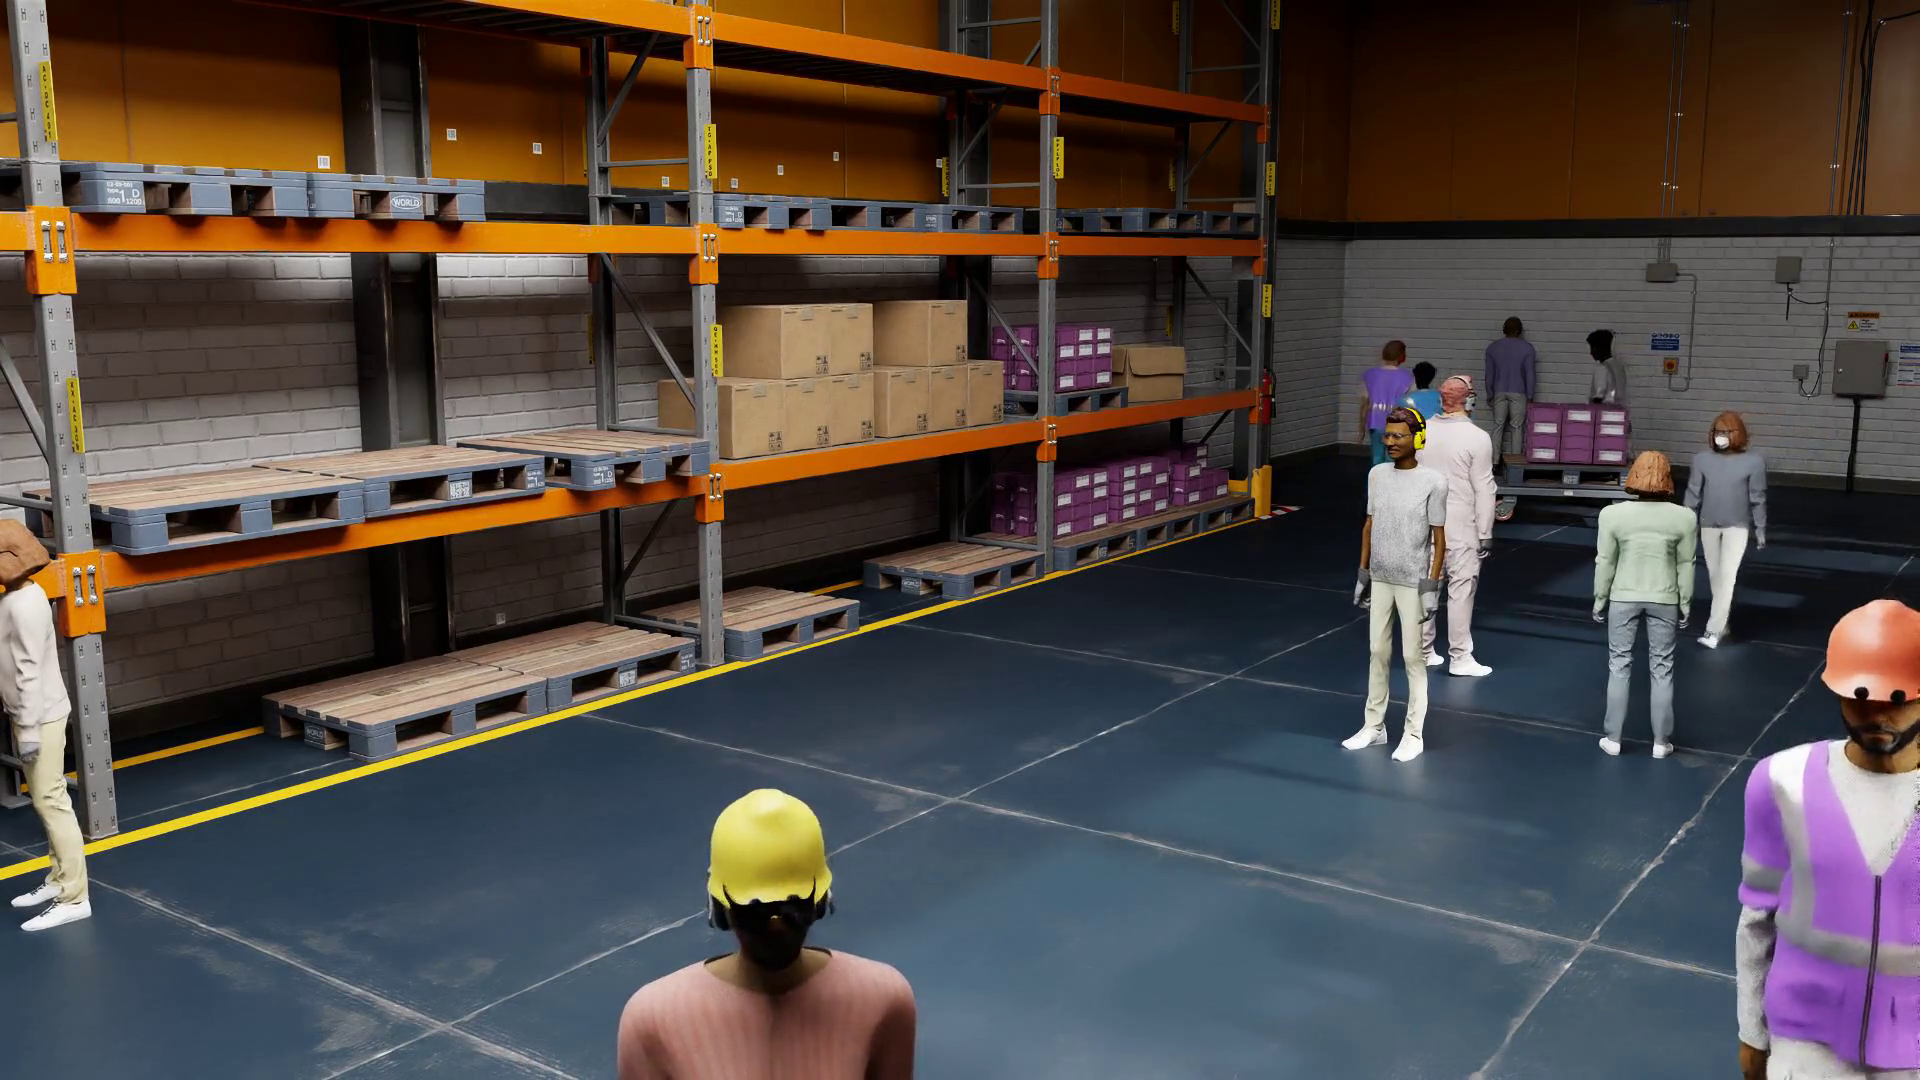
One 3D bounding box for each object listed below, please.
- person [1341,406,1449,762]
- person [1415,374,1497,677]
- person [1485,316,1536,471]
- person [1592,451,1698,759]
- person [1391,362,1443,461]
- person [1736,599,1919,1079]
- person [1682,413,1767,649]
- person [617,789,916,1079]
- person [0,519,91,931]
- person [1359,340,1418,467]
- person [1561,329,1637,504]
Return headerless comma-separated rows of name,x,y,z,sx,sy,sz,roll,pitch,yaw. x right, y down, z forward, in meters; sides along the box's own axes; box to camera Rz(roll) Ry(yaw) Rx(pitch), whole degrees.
person,2.309,0.228,8.801,0.328,1.868,0.510,-9,13,-42
person,3.138,-0.090,10.563,0.409,1.913,0.648,-7,12,-34
person,6.850,-1.810,20.721,0.629,1.940,0.368,7,12,37
person,3.613,0.343,8.805,0.499,1.634,0.280,3,10,19
person,4.458,-0.896,16.137,0.542,1.641,0.863,-1,10,-9
person,2.022,1.052,3.719,0.547,1.922,0.687,5,11,28
person,5.153,-0.059,11.316,0.800,1.595,0.522,-8,13,-41
person,-0.319,1.277,2.854,0.528,1.767,0.320,-3,10,-17
person,-3.689,0.719,6.600,0.285,1.626,0.495,-6,11,-34
person,4.372,-1.110,16.889,0.593,1.823,0.566,6,11,31
person,6.954,-1.286,17.683,0.941,1.923,0.631,7,12,35
